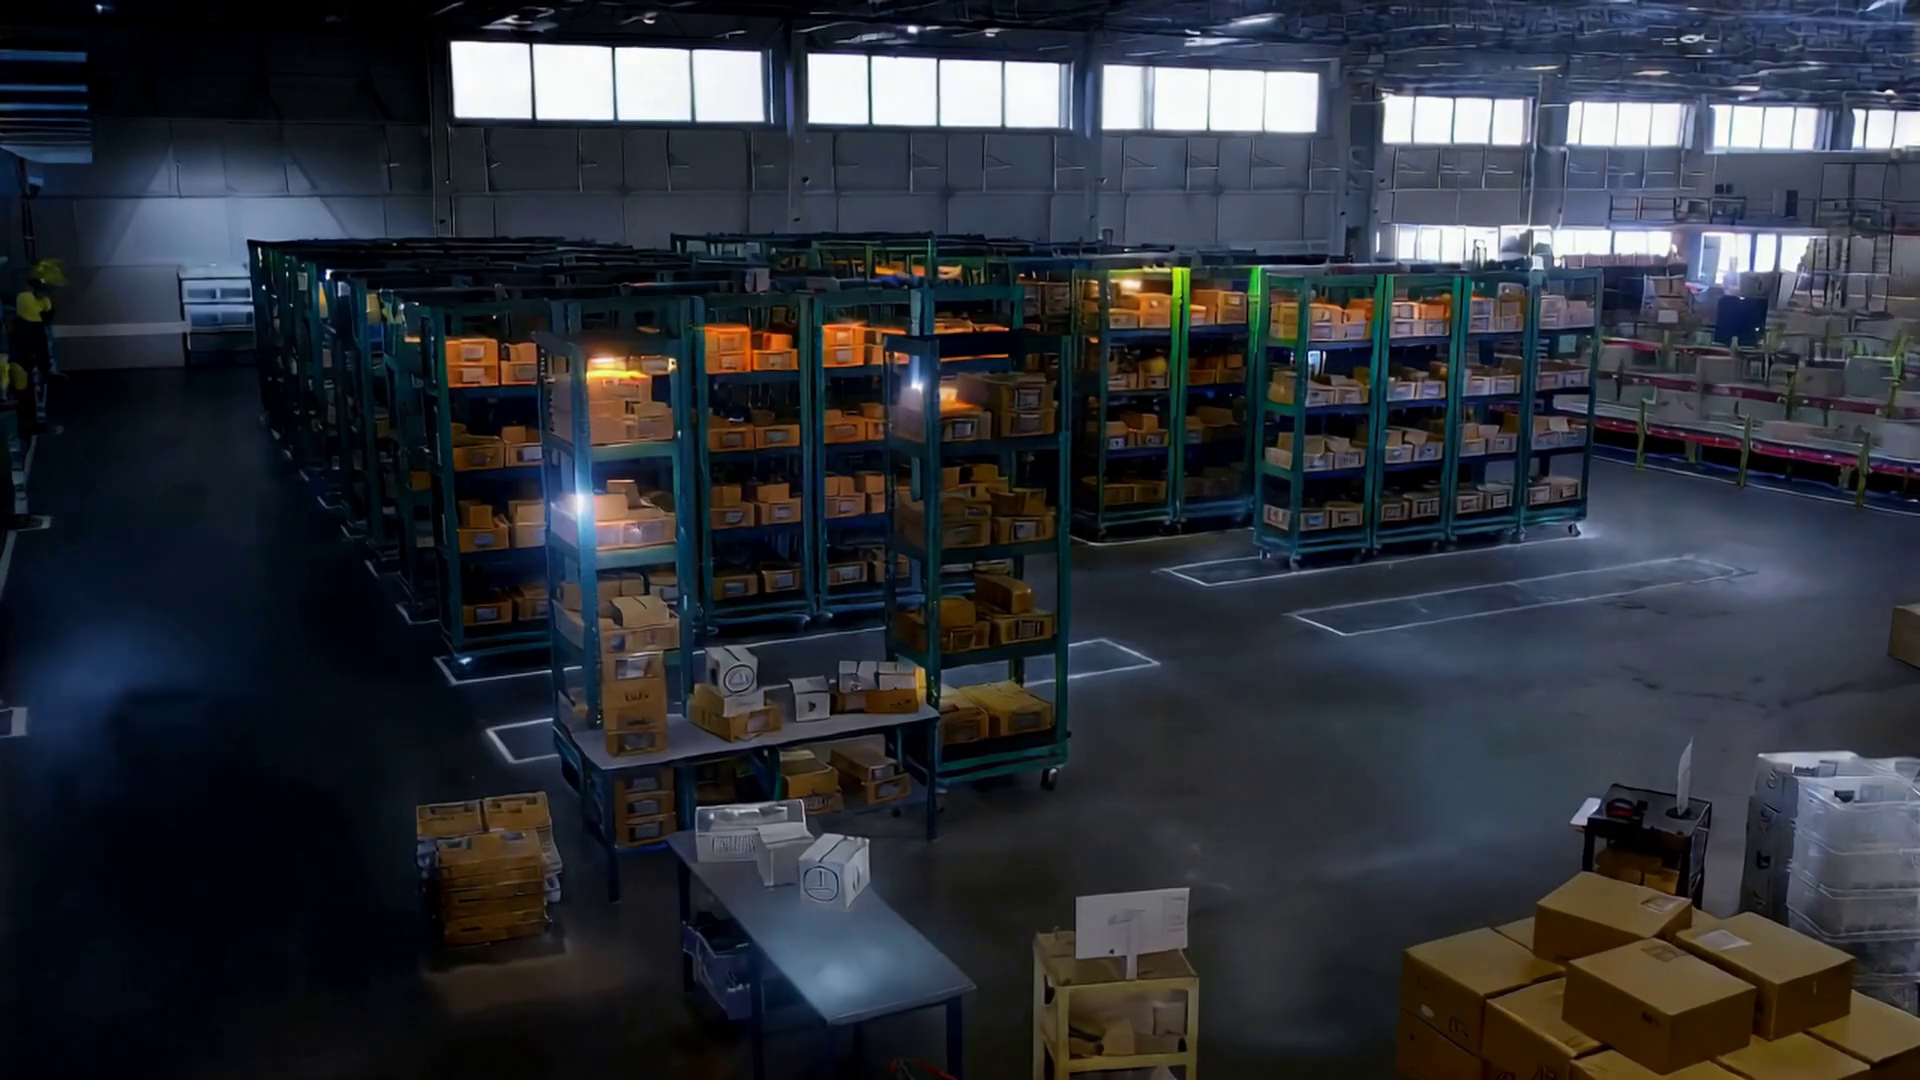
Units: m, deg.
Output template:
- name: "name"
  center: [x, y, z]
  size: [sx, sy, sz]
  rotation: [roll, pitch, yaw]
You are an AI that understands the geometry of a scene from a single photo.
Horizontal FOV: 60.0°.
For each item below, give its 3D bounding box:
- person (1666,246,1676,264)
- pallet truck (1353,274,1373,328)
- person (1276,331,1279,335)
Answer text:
- name: "person"
  center: [32.935, -12.681, 77.169]
  size: [0.584, 1.881, 0.337]
  rotation: [-7, 14, -29]
- name: "pallet truck"
  center: [13.011, -8.050, 55.243]
  size: [0.823, 1.965, 1.885]
  rotation: [-7, 14, -28]
- name: "person"
  center: [6.137, -3.149, 32.572]
  size: [0.667, 1.888, 0.436]
  rotation: [-4, 13, -16]
